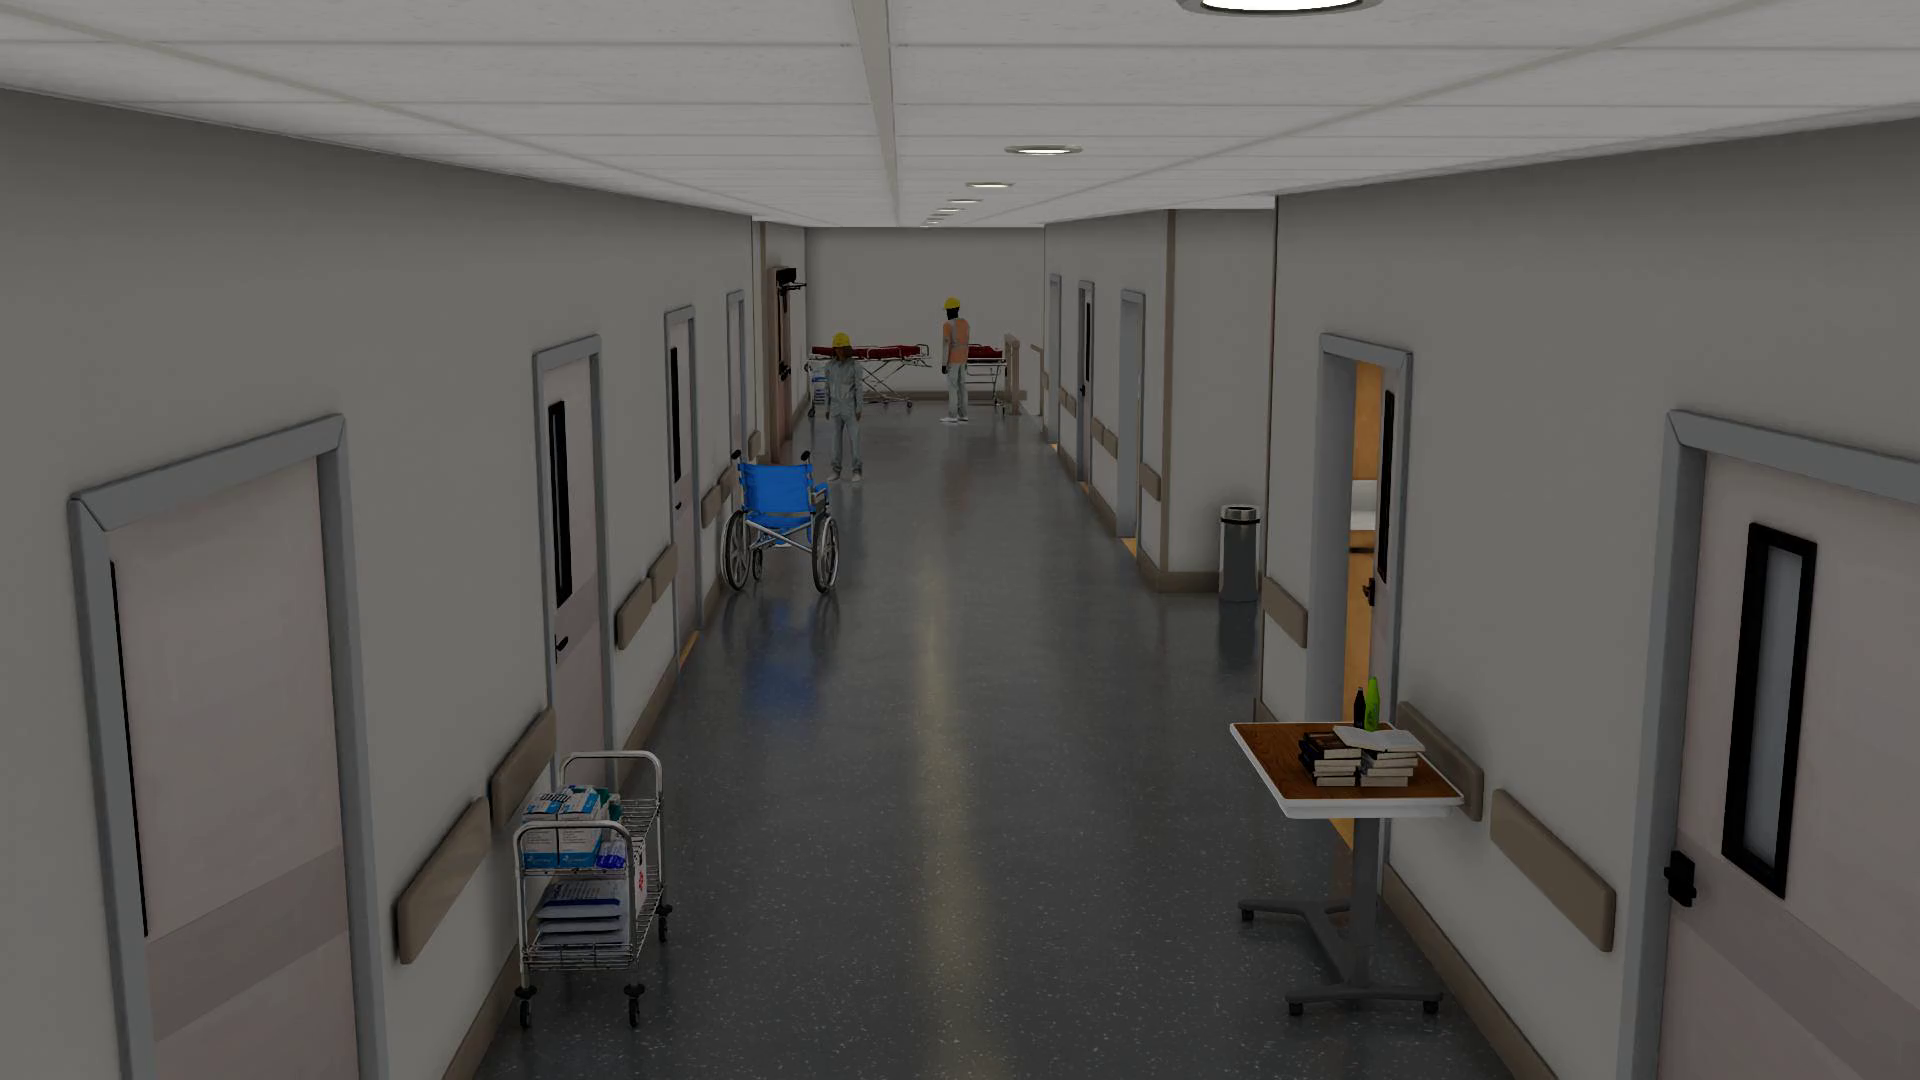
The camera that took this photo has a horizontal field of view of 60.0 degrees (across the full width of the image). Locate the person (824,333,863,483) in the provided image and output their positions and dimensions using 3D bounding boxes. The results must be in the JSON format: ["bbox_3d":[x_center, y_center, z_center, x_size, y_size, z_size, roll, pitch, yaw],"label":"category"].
[{"bbox_3d":[-1.350,-1.523,19.208,0.483,1.735,0.340,4,11,21],"label":"person"}]

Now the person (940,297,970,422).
[{"bbox_3d":[-0.088,-2.775,25.665,0.398,1.920,0.586,8,13,37],"label":"person"}]
